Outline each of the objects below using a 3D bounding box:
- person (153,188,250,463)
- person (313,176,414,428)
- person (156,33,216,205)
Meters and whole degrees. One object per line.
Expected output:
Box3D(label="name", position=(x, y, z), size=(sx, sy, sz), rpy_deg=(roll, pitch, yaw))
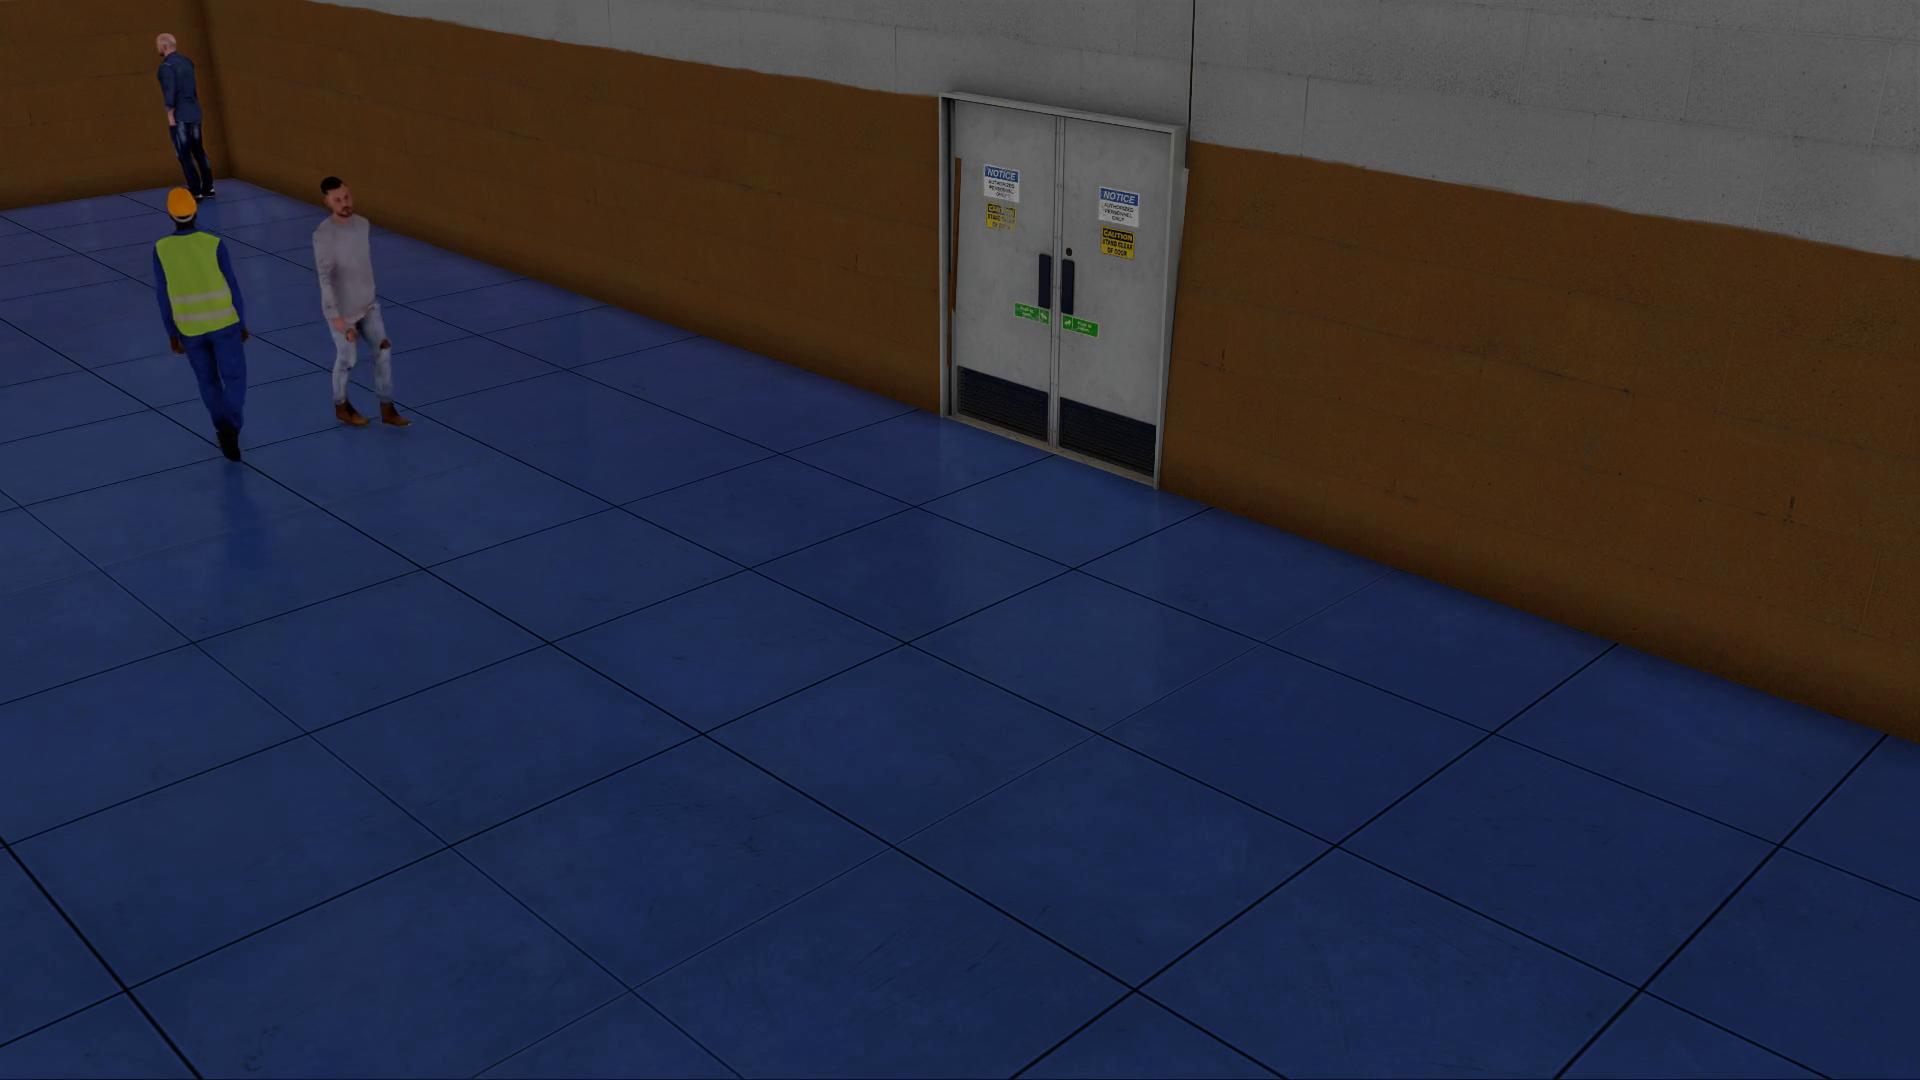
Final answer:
Box3D(label="person", position=(-4.972, -1.398, 10.986), size=(1.114, 1.793, 1.038), rpy_deg=(-7, 25, -16))
Box3D(label="person", position=(-4.261, -1.633, 11.513), size=(0.896, 1.801, 0.948), rpy_deg=(10, 25, 21))
Box3D(label="person", position=(-8.602, -4.675, 18.436), size=(0.853, 1.824, 0.753), rpy_deg=(3, 24, 7))
